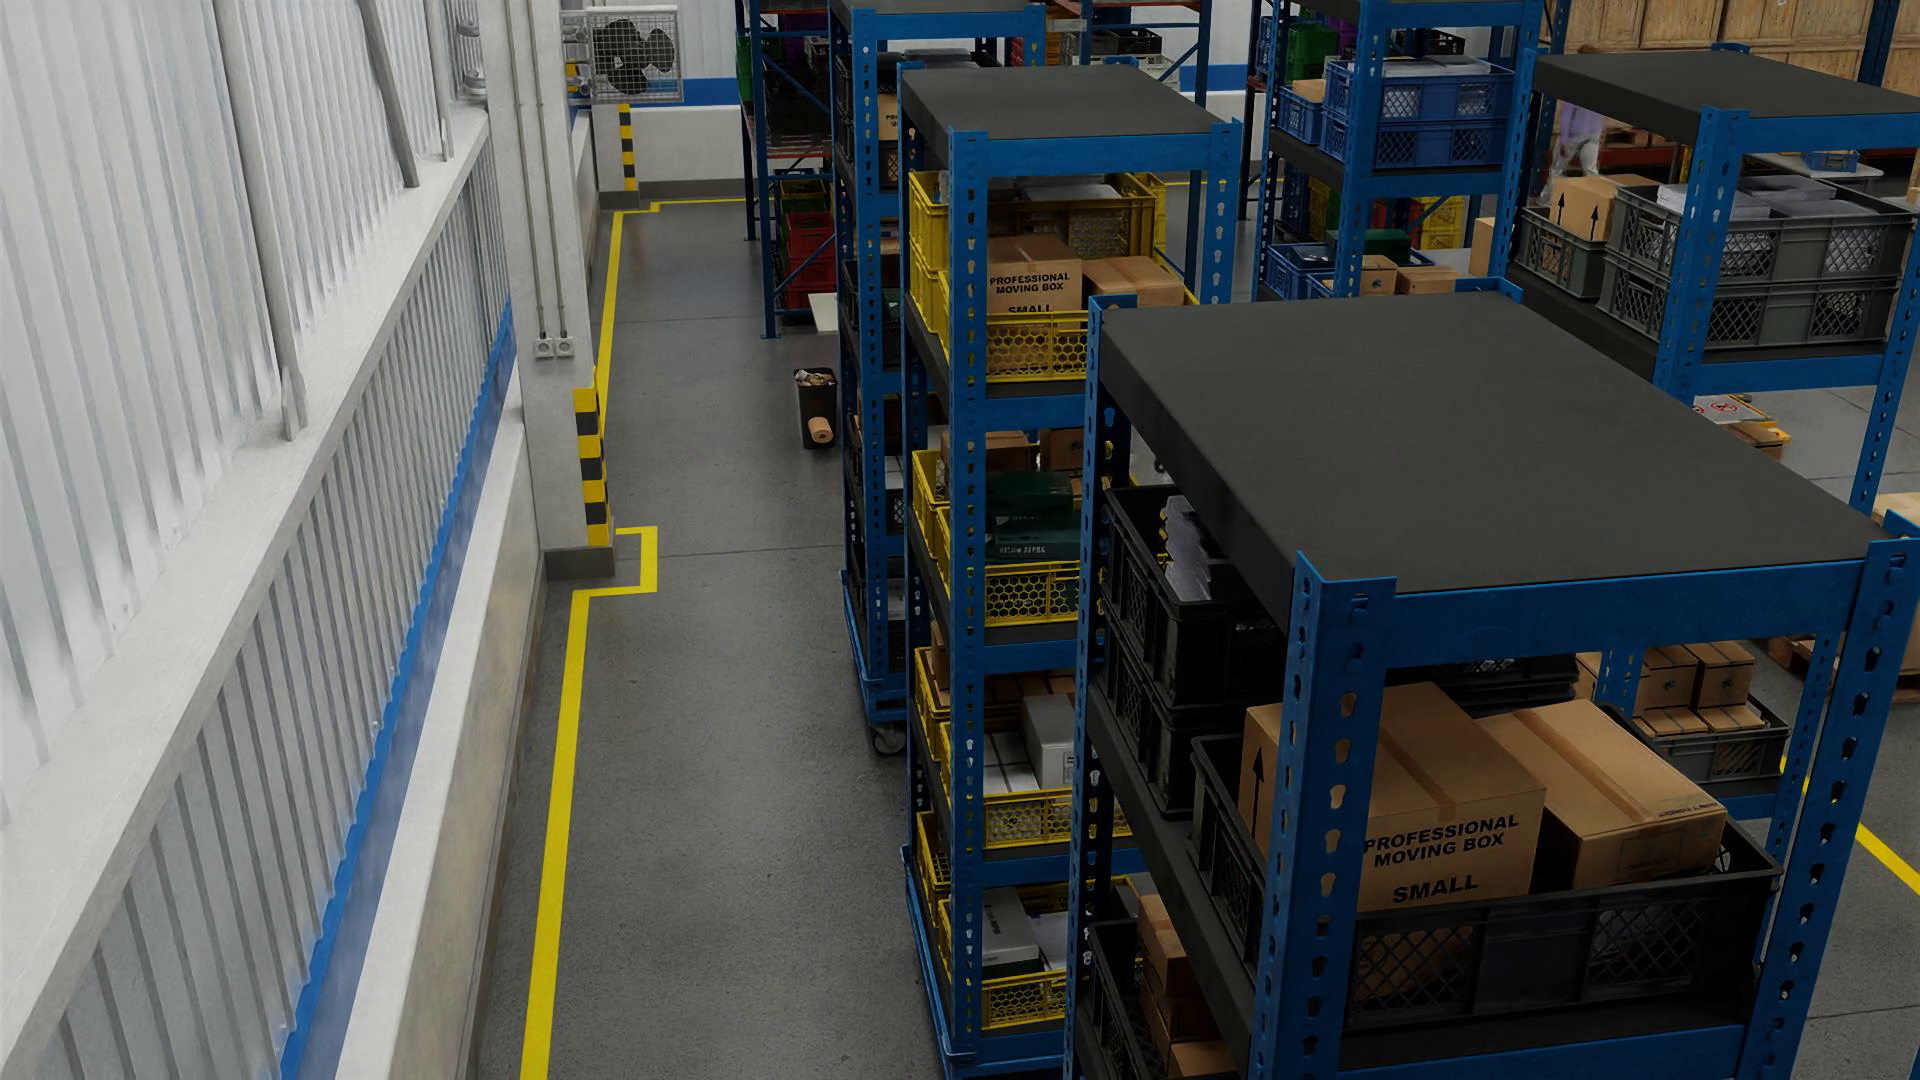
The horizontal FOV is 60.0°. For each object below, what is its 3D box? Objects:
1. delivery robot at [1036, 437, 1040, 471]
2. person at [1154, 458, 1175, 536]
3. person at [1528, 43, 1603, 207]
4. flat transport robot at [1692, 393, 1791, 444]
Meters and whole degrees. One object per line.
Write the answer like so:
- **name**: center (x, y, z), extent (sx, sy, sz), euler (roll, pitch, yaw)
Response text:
- **delivery robot**: center (0.567, -0.480, 10.863), extent (0.707, 0.478, 0.477), euler (8, 26, 17)
- **person**: center (1.372, -0.464, 9.648), extent (0.517, 1.638, 0.314), euler (6, 25, 13)
- **person**: center (6.600, -4.326, 17.764), extent (0.617, 1.882, 1.015), euler (-6, 25, -13)
- **flat transport robot**: center (5.224, -0.859, 12.132), extent (1.431, 0.197, 0.652), euler (-4, 25, -8)
